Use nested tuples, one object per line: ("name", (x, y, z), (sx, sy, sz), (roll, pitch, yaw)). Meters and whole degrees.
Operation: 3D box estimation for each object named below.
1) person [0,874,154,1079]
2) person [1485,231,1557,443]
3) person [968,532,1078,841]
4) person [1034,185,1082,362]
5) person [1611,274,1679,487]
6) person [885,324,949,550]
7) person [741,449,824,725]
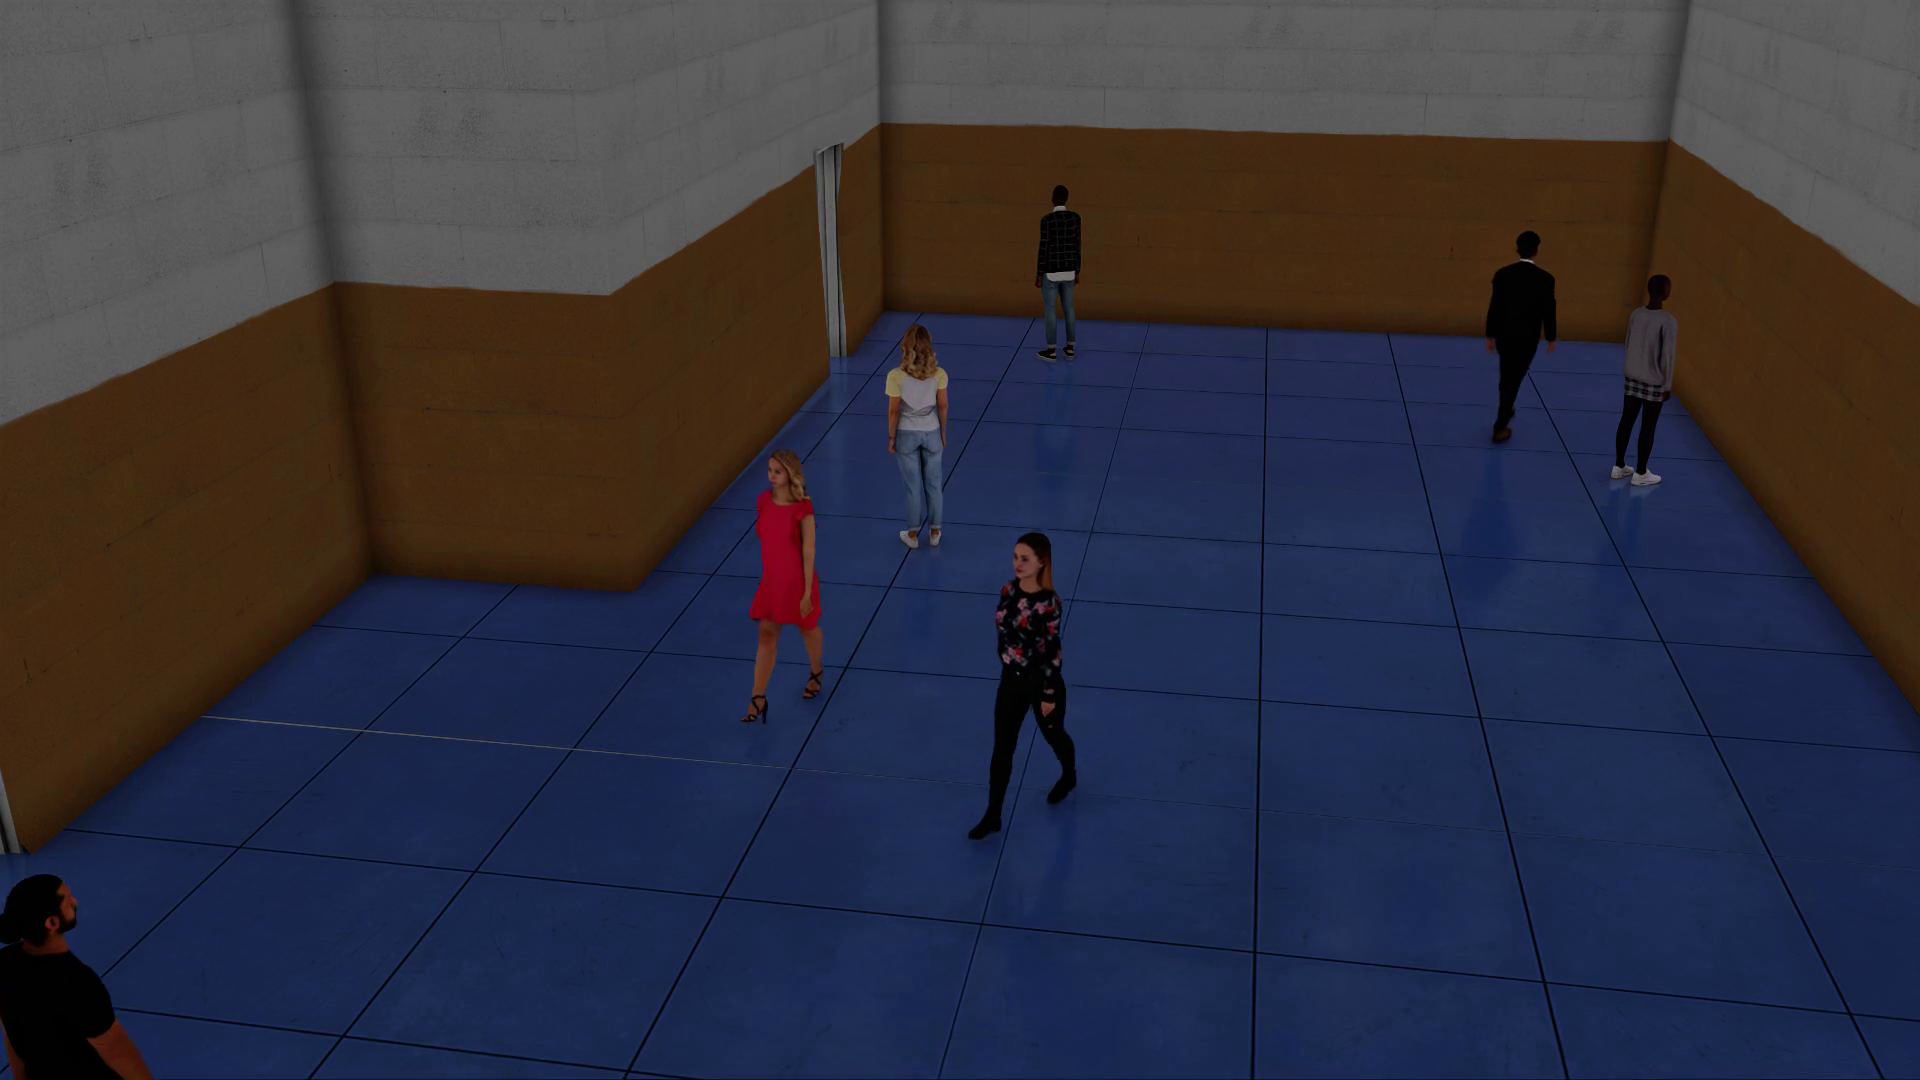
("person", (-3.071, 1.962, 5.687), (0.843, 1.741, 0.867), (15, 26, 32))
("person", (4.945, -1.783, 14.865), (1.090, 1.848, 1.076), (18, 28, 37))
("person", (0.439, 0.748, 8.842), (1.086, 1.641, 1.006), (18, 28, 38))
("person", (1.037, -2.805, 17.445), (0.701, 1.820, 0.811), (-10, 24, -23))
("person", (5.708, -1.341, 13.866), (0.734, 1.771, 0.696), (-11, 25, -26))
("person", (-0.308, -0.772, 12.495), (0.616, 1.722, 0.759), (-5, 22, -11))
("person", (-0.972, 0.245, 10.029), (1.042, 1.689, 0.859), (11, 25, 26))
